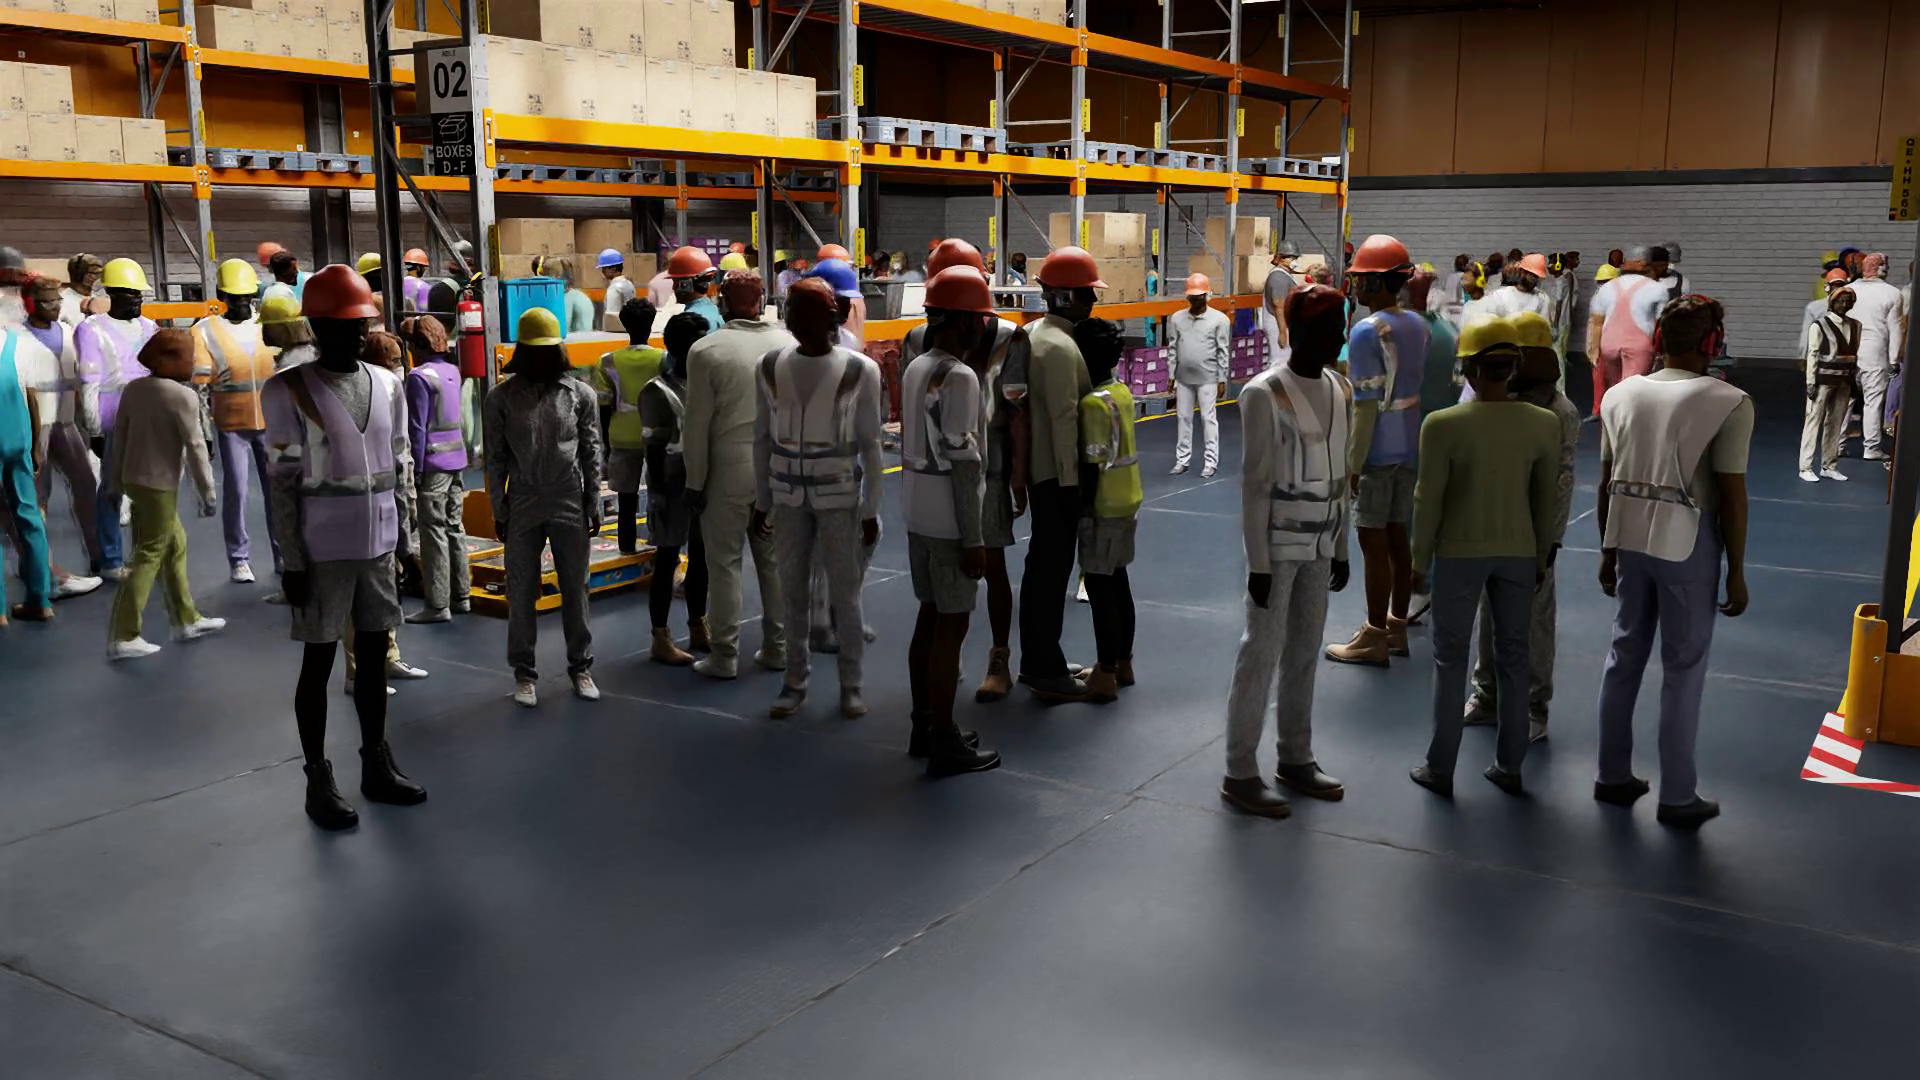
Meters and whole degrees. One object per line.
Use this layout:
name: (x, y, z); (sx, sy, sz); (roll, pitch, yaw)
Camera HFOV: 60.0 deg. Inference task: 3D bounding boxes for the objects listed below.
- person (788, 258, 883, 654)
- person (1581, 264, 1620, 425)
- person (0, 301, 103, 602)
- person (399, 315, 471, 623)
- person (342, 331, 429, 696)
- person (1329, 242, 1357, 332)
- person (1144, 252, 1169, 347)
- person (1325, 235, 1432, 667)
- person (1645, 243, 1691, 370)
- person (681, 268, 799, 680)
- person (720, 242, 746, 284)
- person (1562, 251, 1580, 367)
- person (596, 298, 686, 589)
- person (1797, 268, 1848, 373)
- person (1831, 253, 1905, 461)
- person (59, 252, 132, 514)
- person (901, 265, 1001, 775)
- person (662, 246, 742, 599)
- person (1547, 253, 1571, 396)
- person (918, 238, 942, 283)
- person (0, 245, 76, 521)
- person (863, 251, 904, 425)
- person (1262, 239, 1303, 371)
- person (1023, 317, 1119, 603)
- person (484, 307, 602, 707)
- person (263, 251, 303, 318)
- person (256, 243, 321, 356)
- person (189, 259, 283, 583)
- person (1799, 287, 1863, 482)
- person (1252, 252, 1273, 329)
person: (-0.634, -0.396, 8.115); (0.477, 1.930, 0.627); (8, 13, 37)
person: (7.103, -2.148, 18.324); (0.340, 1.757, 0.518); (-5, 11, -27)
person: (-5.265, -0.541, 9.116); (0.942, 1.855, 0.632); (-9, 13, -39)
person: (-2.791, -0.379, 8.866); (0.323, 1.631, 0.526); (1, 10, 6)
person: (-2.602, -0.120, 7.461); (0.298, 1.628, 0.501); (2, 10, 12)
person: (6.542, -4.085, 28.428); (0.618, 1.986, 0.407); (-4, 11, -23)
person: (2.662, -3.022, 22.711); (0.398, 1.920, 0.589); (3, 11, 17)
person: (1.981, -0.417, 7.933); (0.388, 2.045, 0.605); (9, 14, 41)
person: (7.911, -2.379, 18.815); (0.700, 2.000, 1.025); (1, 10, 7)
person: (-1.001, -0.304, 7.729); (0.652, 1.896, 0.402); (-8, 13, -38)
person: (-3.237, -3.326, 24.215); (0.609, 1.986, 0.391); (10, 14, 42)
person: (9.690, -3.686, 26.594); (0.390, 1.846, 0.564); (2, 10, 11)
person: (-1.834, -0.551, 9.650); (0.532, 1.693, 0.319); (-1, 10, -4)
person: (8.757, -1.860, 16.771); (0.574, 1.740, 0.352); (1, 10, 6)
person: (8.373, -1.687, 15.359); (0.401, 1.904, 0.646); (-7, 13, -35)
person: (-6.475, -1.158, 12.354); (0.357, 1.934, 0.629); (0, 10, 1)
person: (-0.027, -0.074, 6.359); (0.385, 1.929, 0.543); (-4, 11, -21)
person: (-1.486, -0.666, 9.475); (0.405, 1.986, 0.619); (4, 11, 23)
person: (7.692, -2.758, 21.436); (0.330, 1.861, 0.506); (4, 11, 21)
person: (-0.384, -3.920, 27.343); (0.607, 2.044, 0.371); (-2, 10, -12)
person: (-6.719, -1.134, 11.916); (0.689, 2.000, 0.928); (-9, 13, -40)
person: (-0.807, -2.100, 17.649); (0.598, 1.908, 0.410); (-9, 14, -41)
person: (3.706, -2.403, 18.947); (0.536, 2.000, 0.682); (1, 10, 7)
person: (0.593, -0.605, 9.319); (0.586, 1.920, 0.396); (3, 11, 18)
person: (-1.797, -0.138, 7.241); (0.485, 1.737, 0.321); (-4, 11, -19)
person: (-6.180, -1.673, 15.237); (0.390, 1.920, 0.587); (-8, 13, -37)
person: (-6.996, -2.095, 17.394); (0.689, 1.993, 0.427); (-6, 12, -30)
person: (-4.219, -0.698, 9.861); (0.591, 1.913, 0.399); (-9, 14, -42)
person: (7.316, -1.301, 13.958); (0.522, 1.636, 0.310); (-3, 11, -17)
person: (4.785, -3.578, 26.036); (0.516, 1.841, 0.355); (-5, 11, -26)
